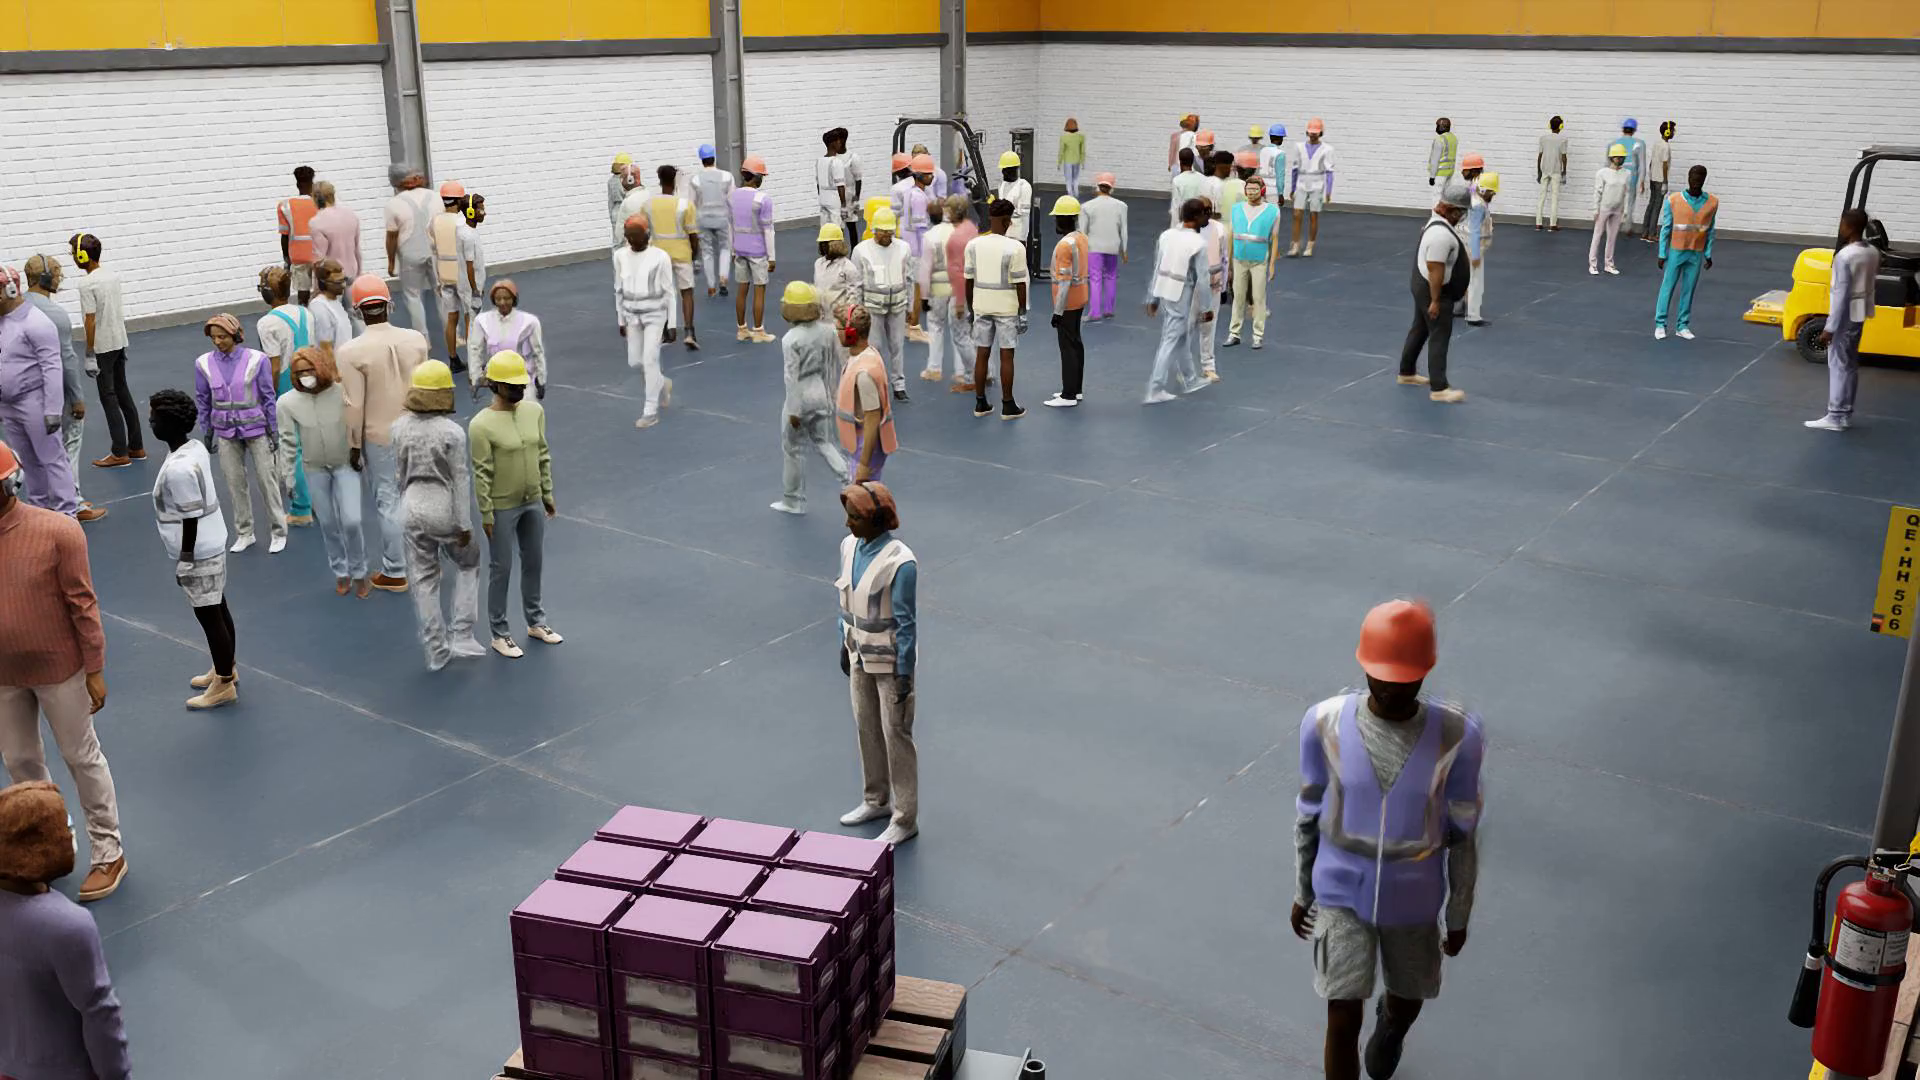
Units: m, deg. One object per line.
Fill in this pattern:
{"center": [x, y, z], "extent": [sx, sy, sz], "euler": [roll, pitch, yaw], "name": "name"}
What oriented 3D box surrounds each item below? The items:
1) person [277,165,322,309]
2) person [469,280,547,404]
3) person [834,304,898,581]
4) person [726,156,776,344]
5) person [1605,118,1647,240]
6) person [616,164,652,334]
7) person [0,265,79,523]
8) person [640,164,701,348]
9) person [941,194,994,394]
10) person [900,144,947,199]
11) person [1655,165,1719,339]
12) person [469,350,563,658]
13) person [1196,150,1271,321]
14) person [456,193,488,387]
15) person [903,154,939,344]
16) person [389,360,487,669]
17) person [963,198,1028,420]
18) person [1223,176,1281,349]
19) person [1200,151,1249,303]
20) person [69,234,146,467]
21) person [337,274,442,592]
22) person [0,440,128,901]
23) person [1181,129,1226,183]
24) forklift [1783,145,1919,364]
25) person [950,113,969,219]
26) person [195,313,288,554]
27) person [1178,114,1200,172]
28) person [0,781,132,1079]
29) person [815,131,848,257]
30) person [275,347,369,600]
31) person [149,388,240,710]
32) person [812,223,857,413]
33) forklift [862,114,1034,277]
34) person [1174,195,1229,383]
{"center": [-6.969, -3.034, 17.896], "extent": [0.612, 1.953, 0.388], "euler": [-4, 18, -13], "name": "person"}
{"center": [-3.407, -1.133, 12.508], "extent": [0.535, 1.609, 0.768], "euler": [0, 18, 1], "name": "person"}
{"center": [-0.579, -0.540, 10.268], "extent": [0.393, 1.842, 0.564], "euler": [-2, 18, -6], "name": "person"}
{"center": [-2.243, -3.150, 18.138], "extent": [0.612, 2.029, 0.407], "euler": [11, 21, 31], "name": "person"}
{"center": [10.531, -5.704, 26.347], "extent": [0.638, 1.925, 0.684], "euler": [10, 20, 29], "name": "person"}
{"center": [-3.631, -3.236, 18.596], "extent": [0.411, 1.908, 0.643], "euler": [0, 18, 0], "name": "person"}
{"center": [-6.389, -0.921, 11.355], "extent": [0.643, 1.908, 0.399], "euler": [10, 20, 28], "name": "person"}
{"center": [-3.129, -3.038, 17.907], "extent": [0.683, 1.961, 0.566], "euler": [2, 18, 7], "name": "person"}
{"center": [0.076, -2.330, 15.796], "extent": [0.480, 1.903, 0.758], "euler": [3, 18, 9], "name": "person"}
{"center": [-0.466, -4.047, 21.103], "extent": [0.639, 1.927, 0.367], "euler": [6, 19, 17], "name": "person"}
{"center": [8.029, -3.185, 18.421], "extent": [0.595, 1.915, 0.371], "euler": [0, 18, 0], "name": "person"}
{"center": [-2.495, -0.207, 9.364], "extent": [0.337, 1.757, 0.518], "euler": [11, 21, 31], "name": "person"}
{"center": [3.162, -3.529, 19.395], "extent": [1.078, 1.988, 0.628], "euler": [-9, 20, -26], "name": "person"}
{"center": [-4.683, -2.408, 16.088], "extent": [0.324, 1.861, 0.510], "euler": [-6, 19, -17], "name": "person"}
{"center": [-0.419, -3.181, 18.202], "extent": [0.391, 2.040, 0.615], "euler": [-3, 18, -10], "name": "person"}
{"center": [-2.892, -0.135, 9.198], "extent": [0.482, 1.718, 0.436], "euler": [4, 18, 11], "name": "person"}
{"center": [0.337, -2.060, 14.830], "extent": [0.614, 1.957, 0.391], "euler": [10, 20, 27], "name": "person"}
{"center": [3.146, -2.993, 17.929], "extent": [0.564, 1.847, 0.388], "euler": [9, 20, 26], "name": "person"}
{"center": [3.155, -3.782, 20.288], "extent": [1.008, 1.904, 0.607], "euler": [-5, 18, -16], "name": "person"}
{"center": [-6.832, -1.509, 13.284], "extent": [0.343, 1.857, 0.521], "euler": [1, 18, 3], "name": "person"}
{"center": [-3.572, -0.662, 10.408], "extent": [0.392, 1.991, 0.613], "euler": [14, 22, 37], "name": "person"}
{"center": [-3.776, 0.523, 6.727], "extent": [0.626, 1.980, 0.408], "euler": [-1, 18, -2], "name": "person"}
{"center": [3.205, -4.396, 22.006], "extent": [0.615, 2.039, 0.387], "euler": [0, 18, -1], "name": "person"}
{"center": [9.803, -2.879, 17.013], "extent": [2.313, 2.155, 1.214], "euler": [12, 21, 33], "name": "forklift"}
{"center": [0.000, -6.462, 28.805], "extent": [0.407, 1.836, 0.562], "euler": [-4, 18, -12], "name": "person"}
{"center": [-4.813, -0.712, 11.147], "extent": [0.524, 1.631, 0.324], "euler": [-1, 18, -3], "name": "person"}
{"center": [3.831, -6.124, 27.673], "extent": [0.445, 1.873, 0.611], "euler": [-9, 20, -26], "name": "person"}
{"center": [-2.425, 1.414, 4.492], "extent": [0.503, 1.631, 0.282], "euler": [8, 20, 24], "name": "person"}
{"center": [-1.737, -4.612, 22.802], "extent": [0.367, 1.966, 0.606], "euler": [-14, 22, -36], "name": "person"}
{"center": [-3.872, -0.404, 10.216], "extent": [0.541, 1.601, 0.518], "euler": [-4, 18, -13], "name": "person"}
{"center": [-3.990, 0.045, 8.669], "extent": [0.320, 1.698, 0.531], "euler": [-5, 18, -16], "name": "person"}
{"center": [-1.132, -1.944, 14.820], "extent": [0.486, 1.744, 0.294], "euler": [12, 22, 34], "name": "person"}
{"center": [-0.171, -4.594, 22.377], "extent": [2.313, 2.155, 1.214], "euler": [1, 18, 3], "name": "forklift"}
{"center": [2.326, -2.446, 16.257], "extent": [0.635, 1.831, 0.429], "euler": [-5, 19, -16], "name": "person"}
